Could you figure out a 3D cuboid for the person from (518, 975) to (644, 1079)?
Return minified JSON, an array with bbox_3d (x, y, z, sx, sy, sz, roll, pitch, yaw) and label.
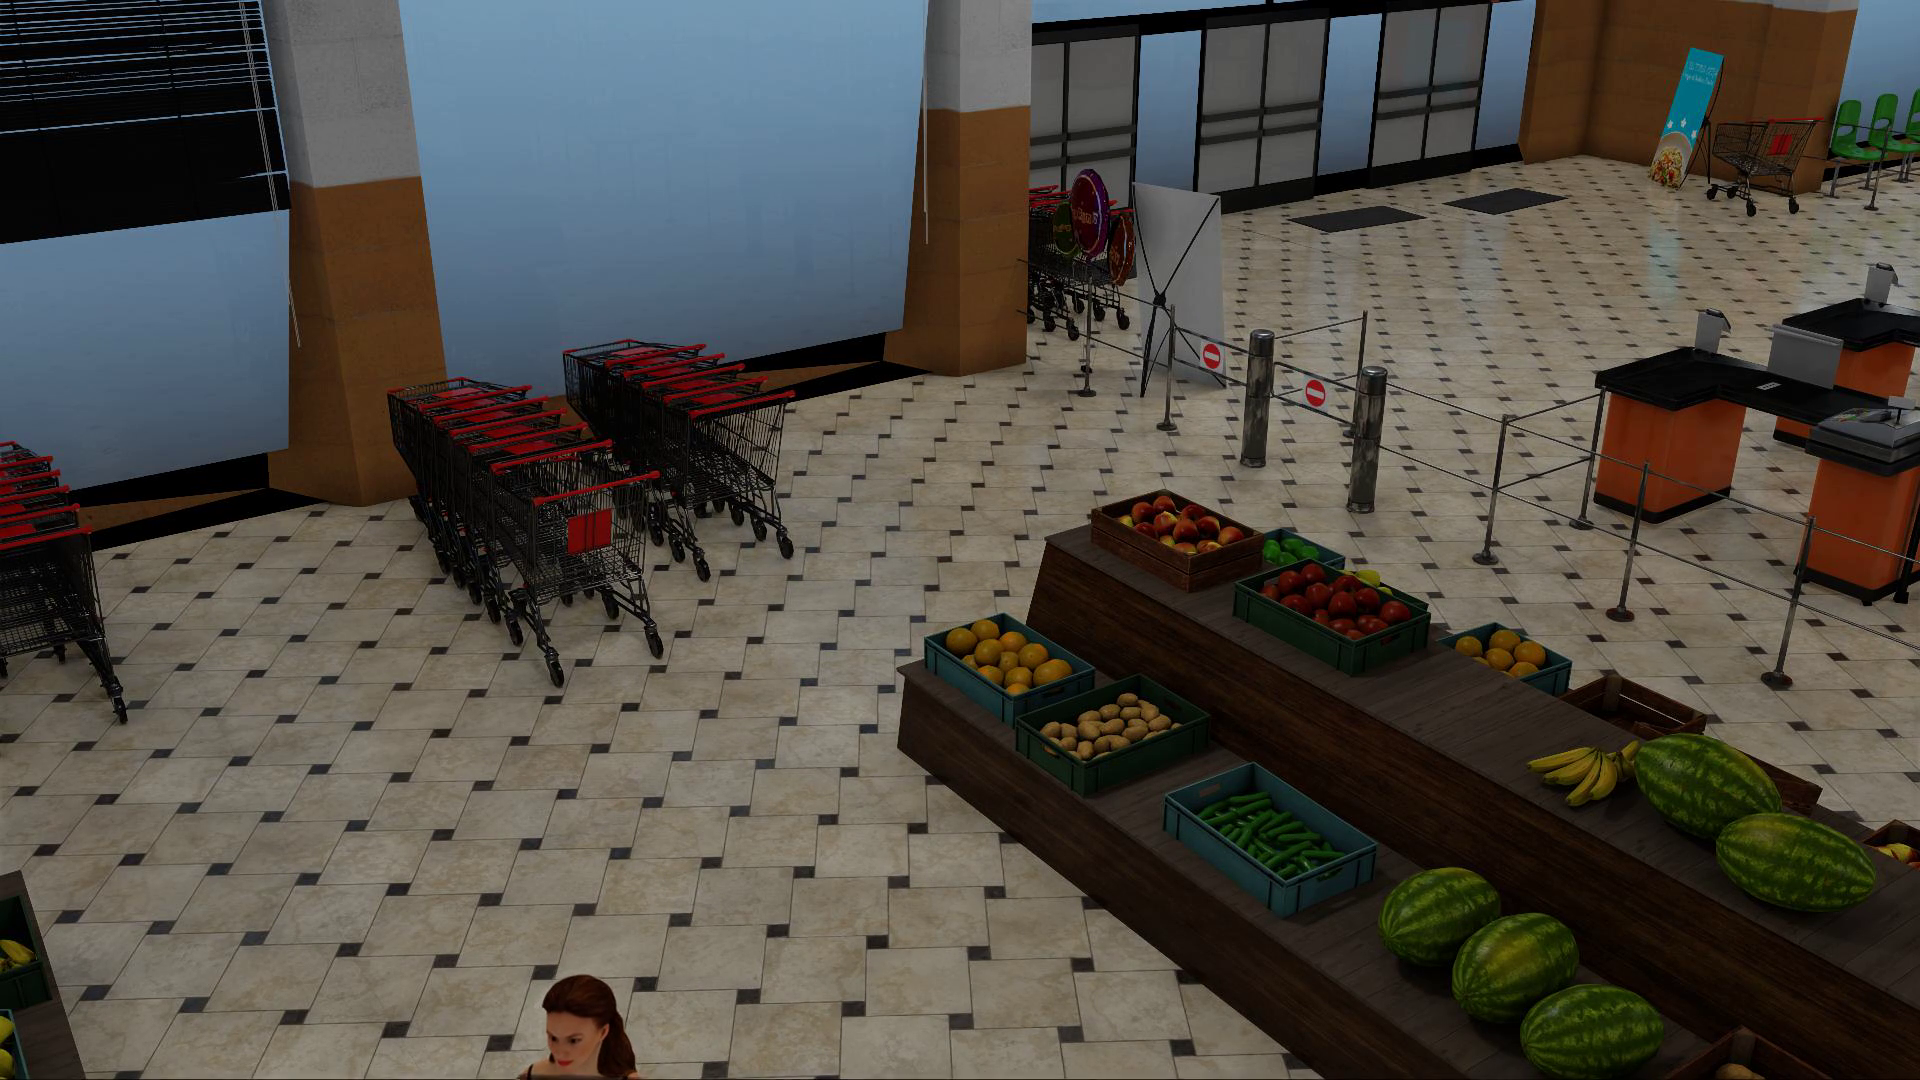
[{"bbox_3d":[-1.028,1.911,4.700,0.677,1.625,0.727,2,24,4],"label":"person"}]
